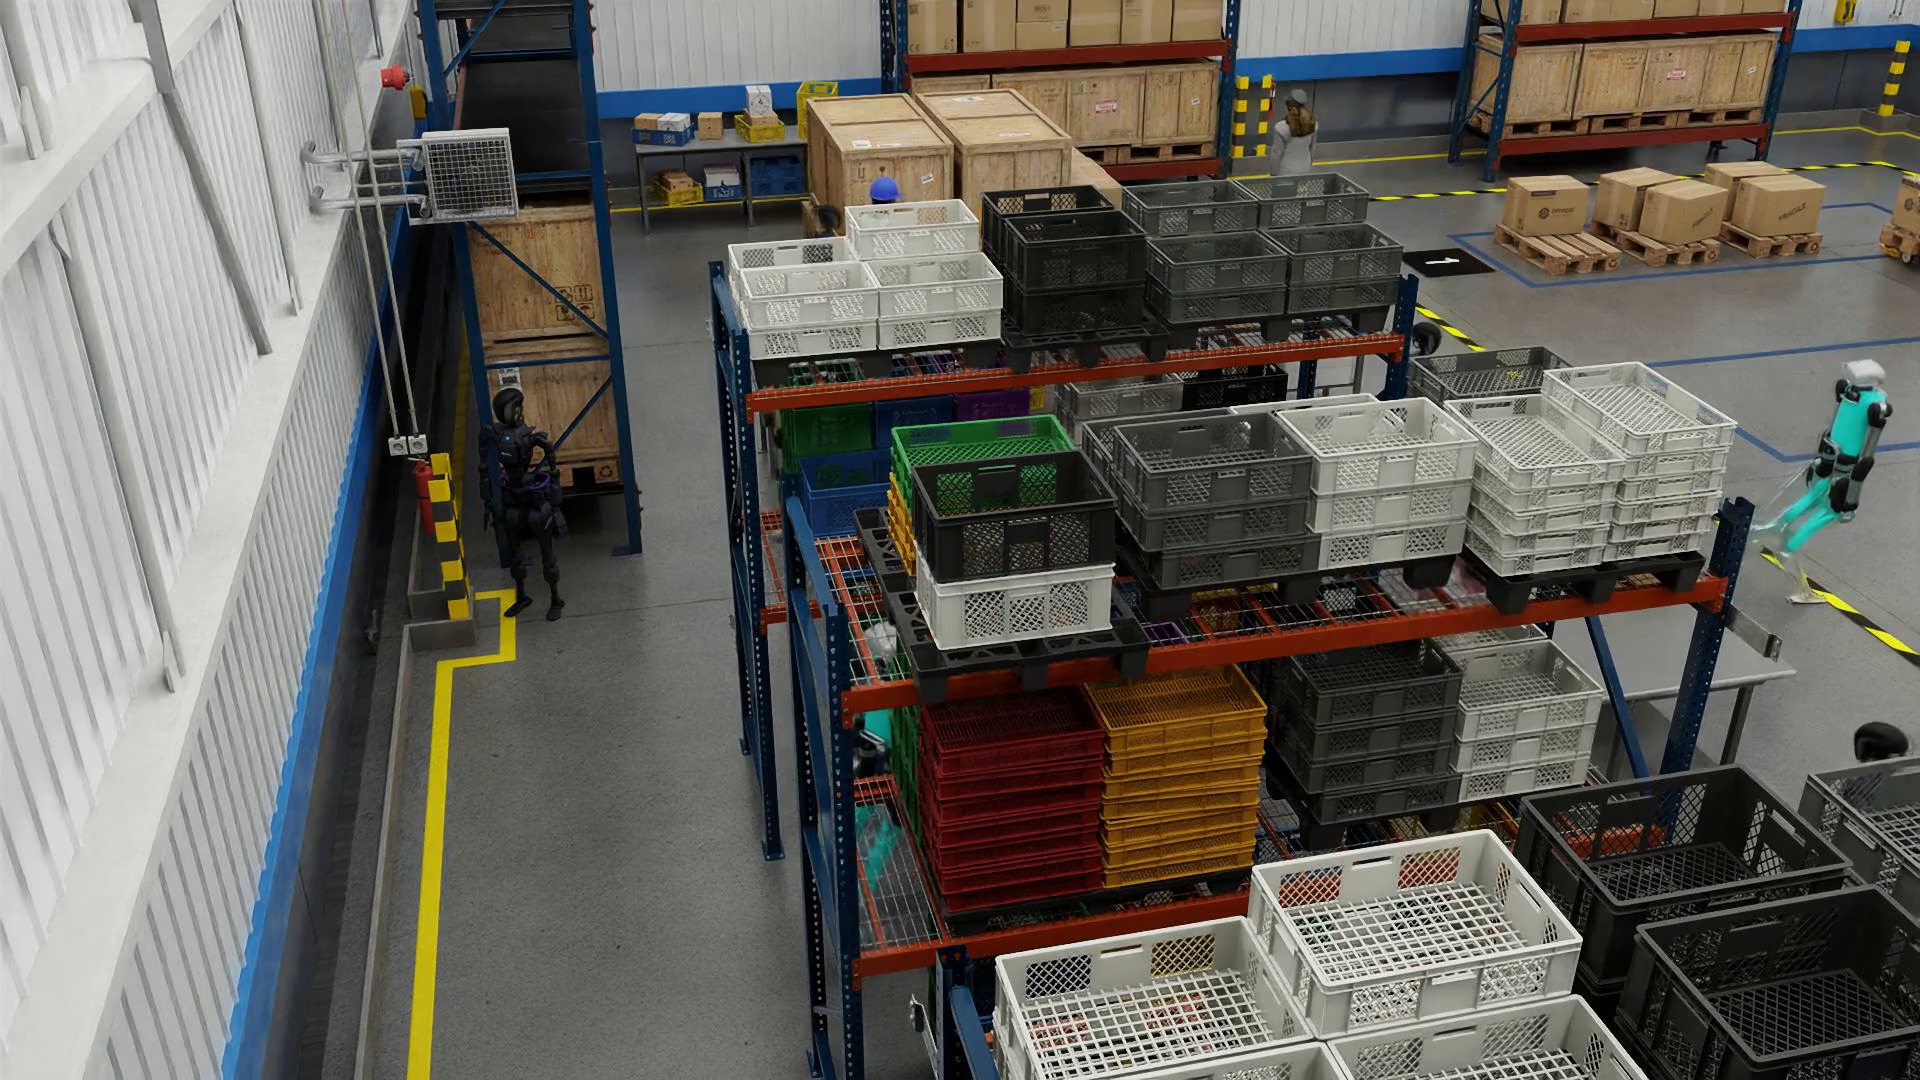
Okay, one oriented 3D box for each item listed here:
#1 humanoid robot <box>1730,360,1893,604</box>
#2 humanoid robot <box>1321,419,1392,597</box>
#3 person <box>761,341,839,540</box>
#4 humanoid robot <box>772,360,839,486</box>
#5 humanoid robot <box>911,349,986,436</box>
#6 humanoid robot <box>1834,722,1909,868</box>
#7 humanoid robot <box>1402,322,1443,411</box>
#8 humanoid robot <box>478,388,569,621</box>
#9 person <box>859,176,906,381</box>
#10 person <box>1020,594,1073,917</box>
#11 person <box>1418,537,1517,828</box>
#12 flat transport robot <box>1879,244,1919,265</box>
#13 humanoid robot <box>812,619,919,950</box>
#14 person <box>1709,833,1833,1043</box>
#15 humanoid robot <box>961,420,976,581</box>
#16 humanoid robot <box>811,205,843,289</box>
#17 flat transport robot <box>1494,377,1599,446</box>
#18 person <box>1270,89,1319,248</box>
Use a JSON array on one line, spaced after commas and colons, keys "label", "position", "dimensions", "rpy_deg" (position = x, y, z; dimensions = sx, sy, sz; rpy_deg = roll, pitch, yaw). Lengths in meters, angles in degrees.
[{"label": "humanoid robot", "position": [5.584, -0.315, 11.139], "dimensions": [0.857, 1.842, 0.547], "rpy_deg": [-1, 28, -1]}, {"label": "humanoid robot", "position": [2.531, 0.153, 10.203], "dimensions": [0.565, 1.757, 0.970], "rpy_deg": [-19, 33, -32]}, {"label": "person", "position": [-1.147, -0.954, 11.965], "dimensions": [0.607, 2.040, 0.391], "rpy_deg": [6, 28, 11]}, {"label": "humanoid robot", "position": [-0.926, -0.477, 11.427], "dimensions": [0.554, 1.828, 0.711], "rpy_deg": [15, 31, 26]}, {"label": "humanoid robot", "position": [-0.102, -0.369, 11.063], "dimensions": [0.532, 1.685, 0.745], "rpy_deg": [4, 28, 7]}, {"label": "humanoid robot", "position": [4.058, 1.548, 7.609], "dimensions": [0.587, 1.641, 0.594], "rpy_deg": [24, 36, 37]}, {"label": "humanoid robot", "position": [3.244, -0.822, 12.107], "dimensions": [0.413, 1.636, 0.610], "rpy_deg": [13, 30, 23]}, {"label": "humanoid robot", "position": [-2.866, -0.232, 10.962], "dimensions": [0.599, 1.655, 0.315], "rpy_deg": [6, 28, 11]}, {"label": "person", "position": [-0.663, -2.176, 14.375], "dimensions": [0.613, 1.945, 0.404], "rpy_deg": [22, 35, 35]}, {"label": "person", "position": [0.466, 1.047, 8.330], "dimensions": [0.361, 1.882, 0.573], "rpy_deg": [-3, 28, -6]}, {"label": "person", "position": [2.745, 0.650, 9.169], "dimensions": [0.595, 1.808, 0.712], "rpy_deg": [-6, 28, -11]}, {"label": "flat transport robot", "position": [10.572, -2.984, 17.679], "dimensions": [0.652, 0.197, 1.431], "rpy_deg": [-6, 28, -12]}, {"label": "humanoid robot", "position": [-0.494, 1.315, 8.049], "dimensions": [0.793, 1.832, 0.548], "rpy_deg": [-24, 36, -38]}, {"label": "person", "position": [3.242, 1.934, 6.727], "dimensions": [0.638, 1.811, 0.582], "rpy_deg": [-2, 28, -4]}, {"label": "humanoid robot", "position": [-0.003, -0.028, 10.573], "dimensions": [0.315, 1.657, 0.599], "rpy_deg": [1, 28, 2]}, {"label": "humanoid robot", "position": [-1.181, -2.112, 14.554], "dimensions": [0.382, 1.648, 0.610], "rpy_deg": [-2, 28, -3]}, {"label": "flat transport robot", "position": [4.780, -1.036, 14.013], "dimensions": [0.659, 0.231, 1.431], "rpy_deg": [-6, 28, -12]}, {"label": "person", "position": [3.594, -3.984, 17.995], "dimensions": [0.560, 1.768, 0.399], "rpy_deg": [-13, 31, -24]}]
